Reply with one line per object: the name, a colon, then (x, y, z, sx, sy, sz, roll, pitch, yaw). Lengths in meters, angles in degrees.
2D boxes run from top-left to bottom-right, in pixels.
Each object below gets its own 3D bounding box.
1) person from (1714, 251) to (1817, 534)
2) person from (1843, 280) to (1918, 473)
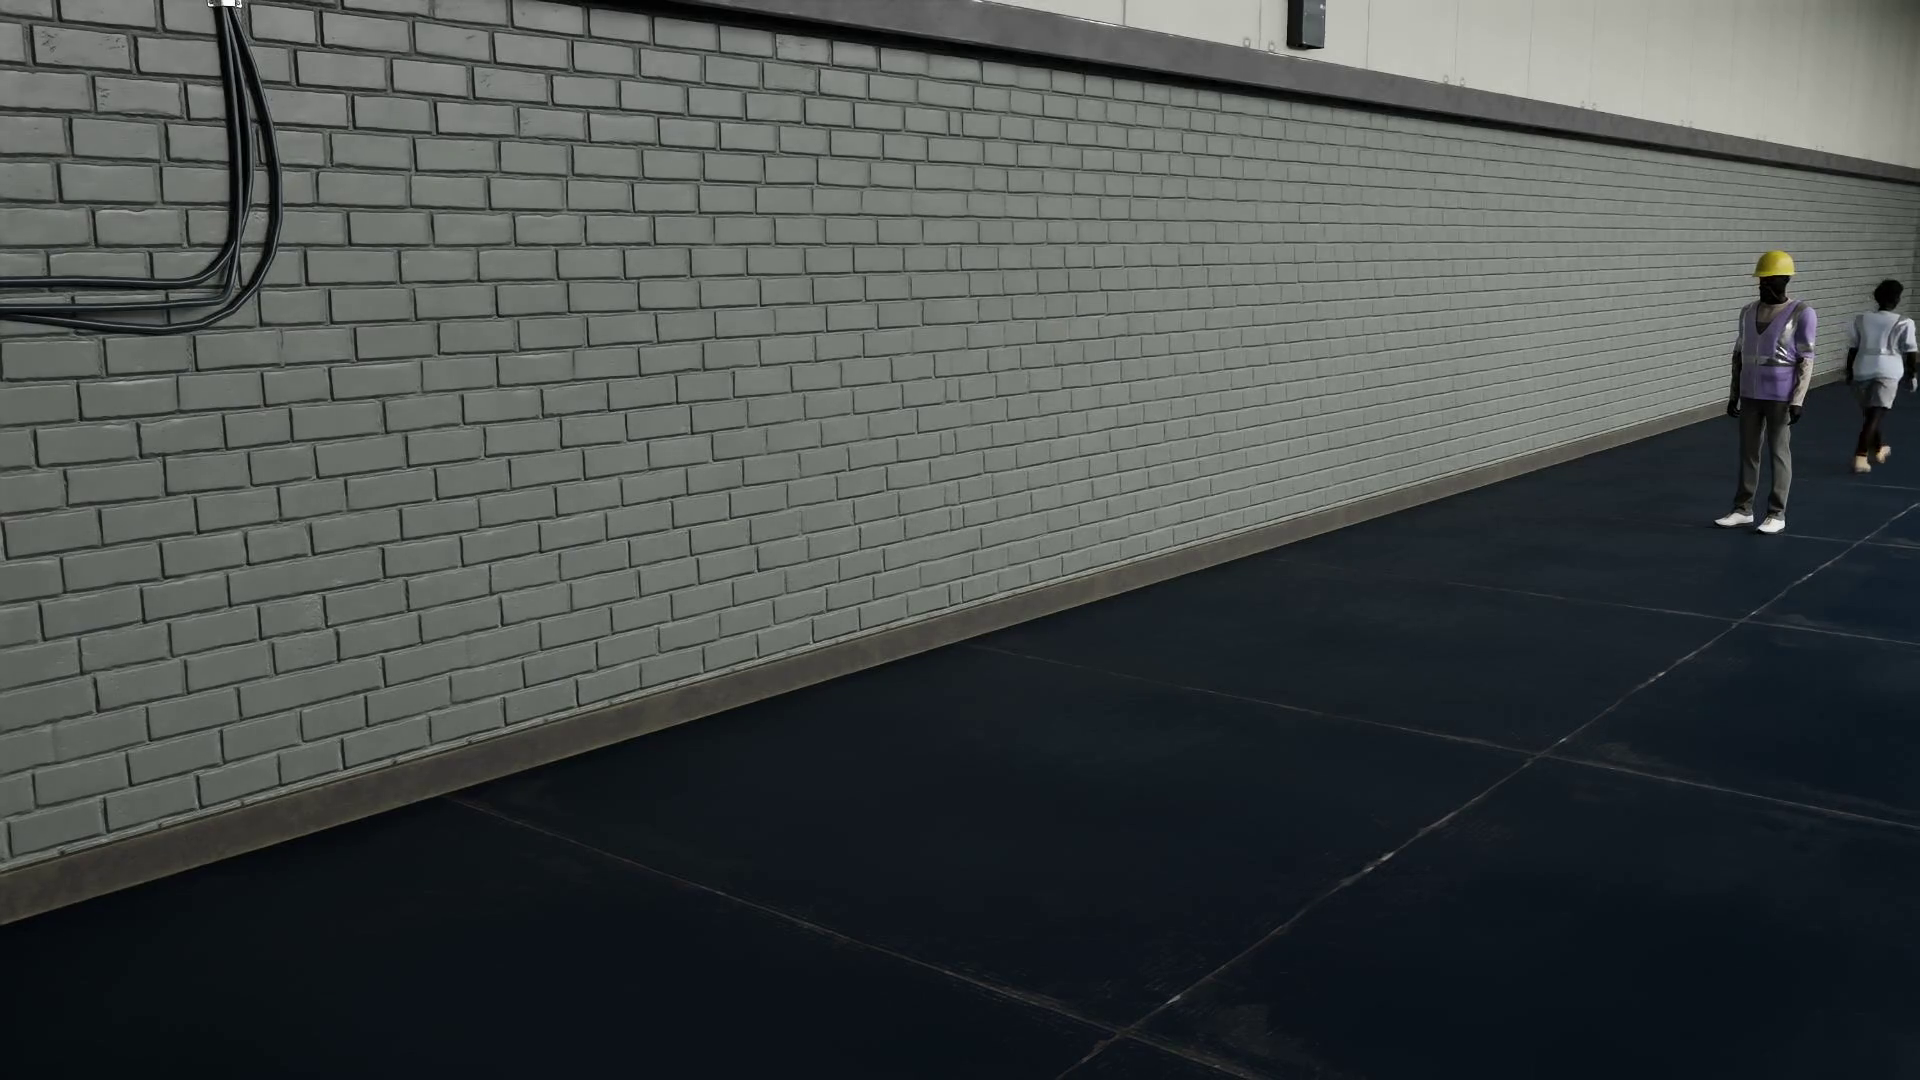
person: (5.557, -1.016, 11.459, 0.370, 1.927, 0.588, -5, 12, -28)
person: (8.042, -1.428, 14.484, 0.876, 1.642, 0.551, -8, 13, -36)
